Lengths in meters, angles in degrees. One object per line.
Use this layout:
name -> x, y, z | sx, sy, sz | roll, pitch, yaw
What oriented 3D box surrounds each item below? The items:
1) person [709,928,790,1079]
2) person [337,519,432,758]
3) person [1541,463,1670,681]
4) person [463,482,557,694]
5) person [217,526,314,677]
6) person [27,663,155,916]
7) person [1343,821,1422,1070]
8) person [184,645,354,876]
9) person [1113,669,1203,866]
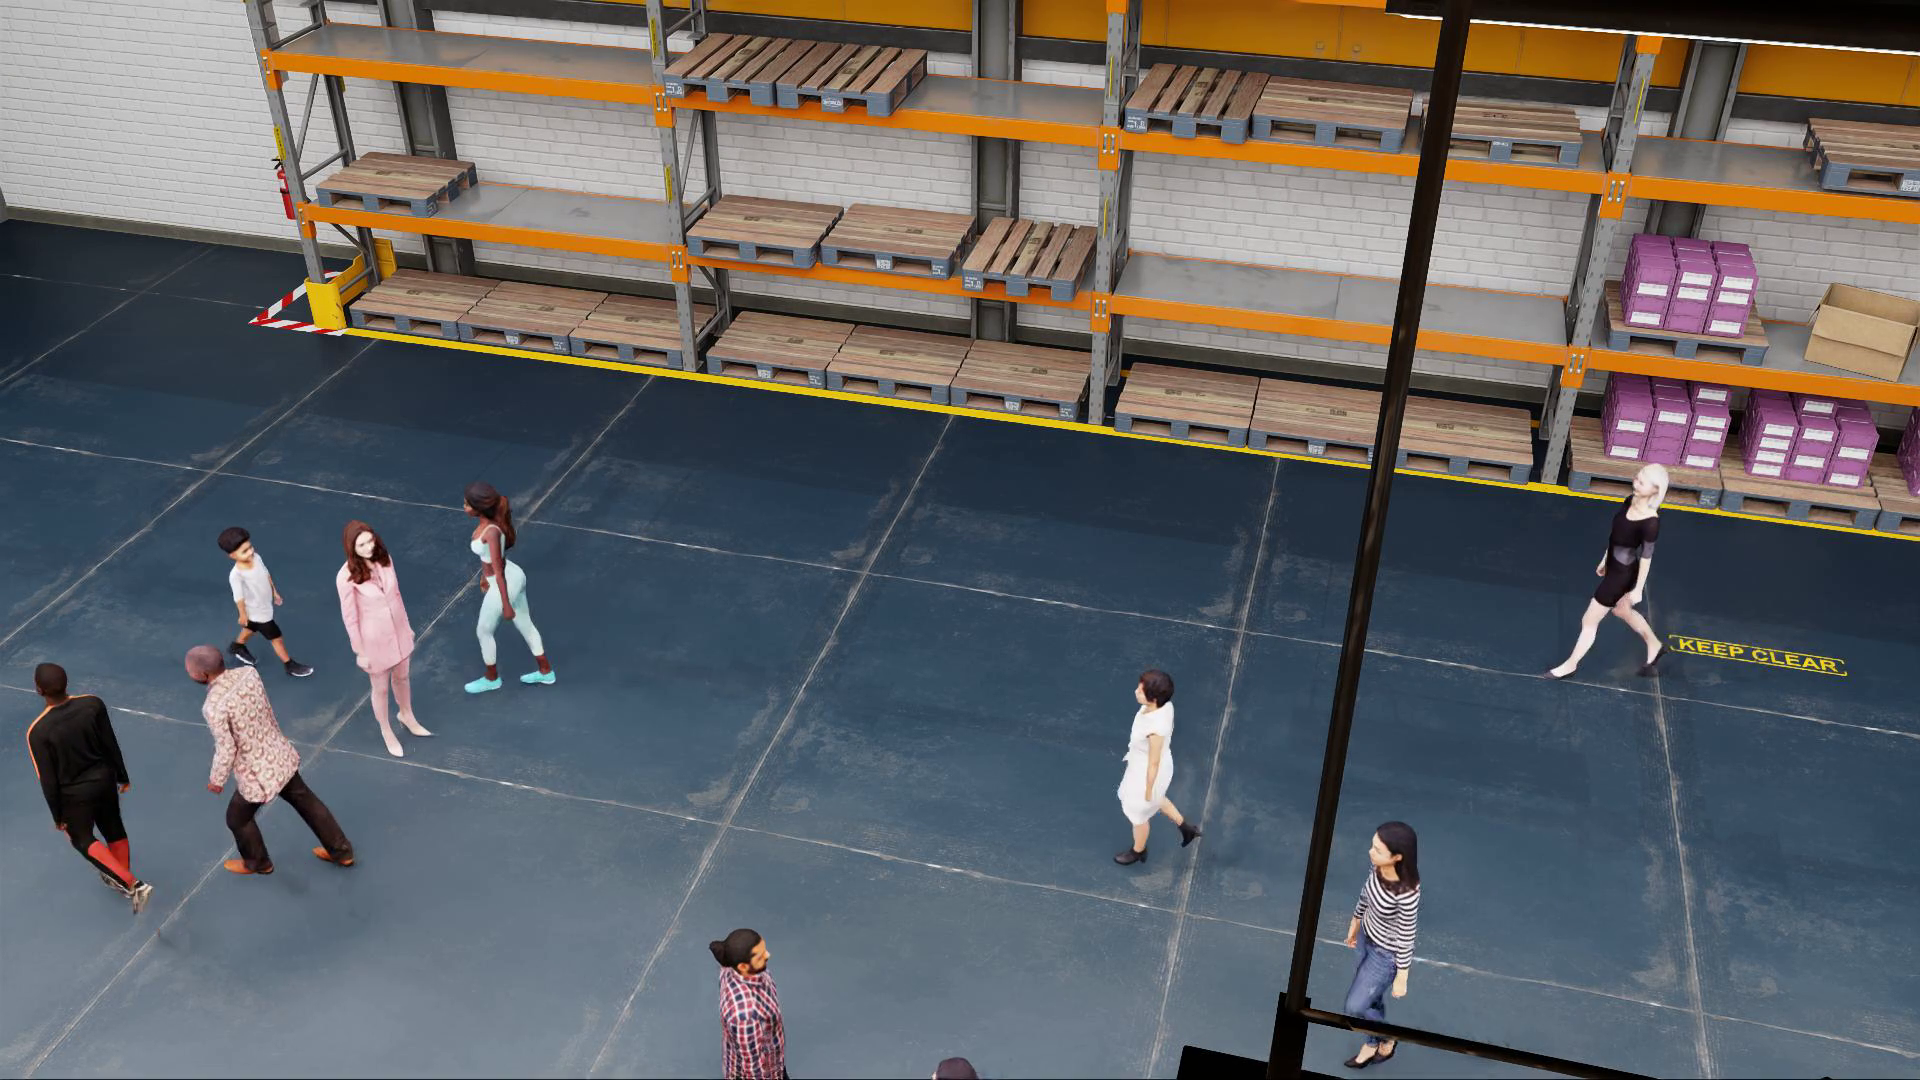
person -> -1.056, 2.580, 8.217 | 1.092, 1.743, 0.954 | -6, 34, -9
person -> -3.859, 0.635, 11.090 | 0.622, 1.802, 0.672 | 19, 38, 27
person -> 4.717, 0.259, 11.663 | 1.208, 1.793, 0.827 | -1, 34, -1
person -> -3.095, 0.346, 11.610 | 0.949, 1.707, 0.784 | -4, 34, -6
person -> -5.096, 0.431, 11.901 | 0.920, 1.243, 0.542 | 4, 34, 7
person -> -5.096, 1.499, 9.793 | 0.997, 1.797, 0.817 | 21, 39, 28
person -> 2.310, 2.179, 8.789 | 0.764, 1.777, 0.738 | -6, 34, -9
person -> -4.129, 1.402, 9.983 | 1.007, 1.750, 0.738 | 8, 34, 12
person -> 1.236, 1.412, 10.156 | 0.786, 1.542, 0.590 | 6, 34, 9
